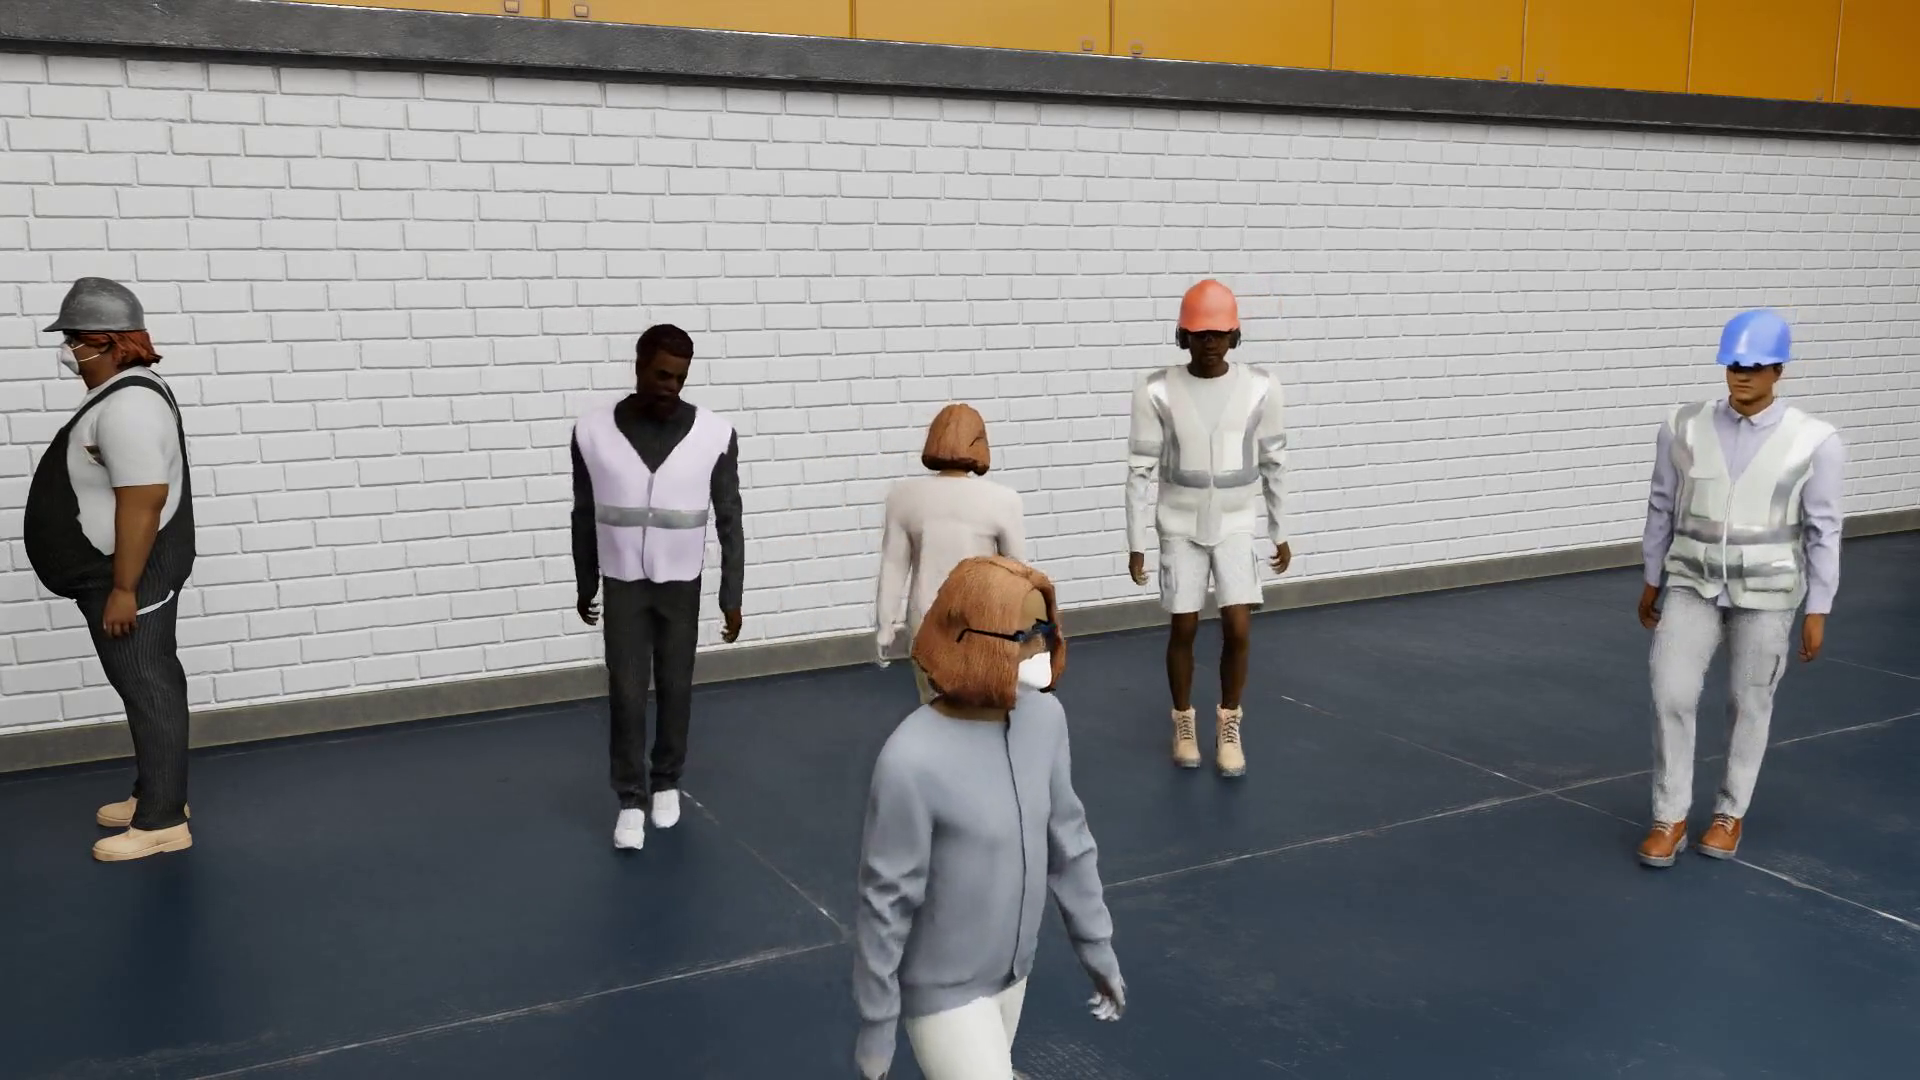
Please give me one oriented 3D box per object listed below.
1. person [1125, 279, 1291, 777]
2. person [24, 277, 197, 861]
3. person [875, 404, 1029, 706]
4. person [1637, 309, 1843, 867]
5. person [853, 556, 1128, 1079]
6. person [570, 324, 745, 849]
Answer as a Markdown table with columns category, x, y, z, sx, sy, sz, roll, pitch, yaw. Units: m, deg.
| category | x | y | z | sx | sy | sz | roll | pitch | yaw |
| --- | --- | --- | --- | --- | --- | --- | --- | --- | --- |
| person | 1.005 | -0.032 | 6.706 | 0.693 | 2.012 | 0.640 | 0 | 10 | 3 |
| person | -2.992 | 0.098 | 5.878 | 0.535 | 2.000 | 0.673 | -4 | 11 | -22 |
| person | -0.014 | 0.313 | 5.932 | 0.506 | 1.585 | 0.821 | 3 | 10 | 15 |
| person | 2.616 | 0.190 | 5.663 | 0.646 | 1.924 | 0.699 | 7 | 12 | 35 |
| person | 0.112 | 0.825 | 2.951 | 0.792 | 1.599 | 0.520 | 6 | 12 | 33 |
| person | -1.083 | 0.164 | 5.973 | 0.610 | 1.872 | 0.721 | -2 | 10 | -10 |
